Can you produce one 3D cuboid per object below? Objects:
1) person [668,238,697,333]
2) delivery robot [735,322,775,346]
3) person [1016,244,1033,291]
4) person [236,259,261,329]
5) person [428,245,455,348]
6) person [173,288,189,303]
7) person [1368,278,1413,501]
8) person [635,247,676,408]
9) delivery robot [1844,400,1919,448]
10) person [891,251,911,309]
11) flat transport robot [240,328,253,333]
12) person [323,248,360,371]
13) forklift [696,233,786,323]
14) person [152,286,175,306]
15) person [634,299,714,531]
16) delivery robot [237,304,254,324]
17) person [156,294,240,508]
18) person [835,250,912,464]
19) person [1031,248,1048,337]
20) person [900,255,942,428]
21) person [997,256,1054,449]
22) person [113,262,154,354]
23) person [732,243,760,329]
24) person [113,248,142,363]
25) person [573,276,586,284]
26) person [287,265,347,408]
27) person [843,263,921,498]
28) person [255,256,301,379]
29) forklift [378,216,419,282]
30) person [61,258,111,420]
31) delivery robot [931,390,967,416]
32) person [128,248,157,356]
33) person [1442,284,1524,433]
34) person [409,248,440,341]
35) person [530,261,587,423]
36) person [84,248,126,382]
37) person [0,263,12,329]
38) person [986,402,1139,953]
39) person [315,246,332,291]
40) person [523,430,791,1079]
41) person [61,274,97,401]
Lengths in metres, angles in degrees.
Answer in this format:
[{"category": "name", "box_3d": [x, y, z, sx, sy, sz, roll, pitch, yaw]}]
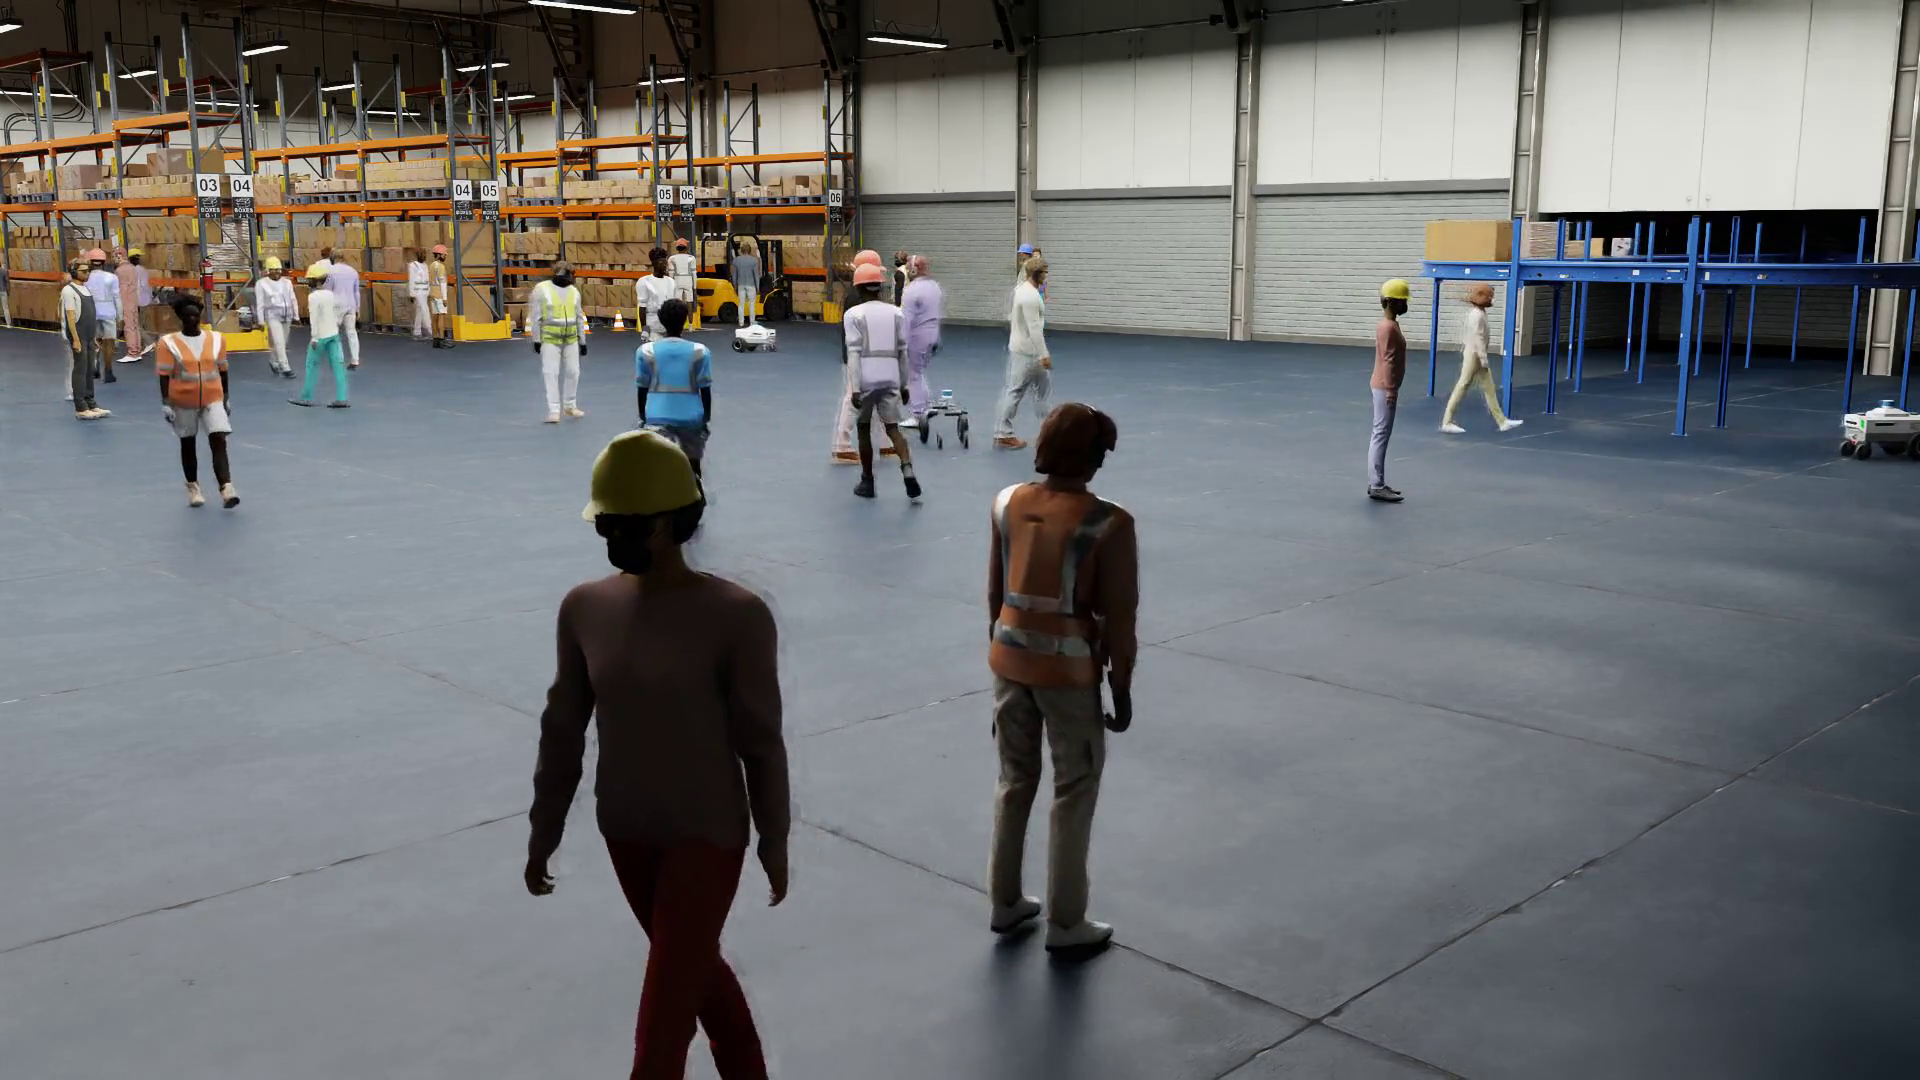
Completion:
[{"category": "person", "box_3d": [-6.028, -5.535, 36.204, 0.607, 2.044, 0.376, -1, 10, -8]}, {"category": "delivery robot", "box_3d": [-3.733, -3.745, 30.365, 0.707, 0.478, 0.477, 4, 11, 23]}, {"category": "person", "box_3d": [1.240, -4.545, 31.058, 0.377, 1.951, 0.609, 1, 10, 5]}, {"category": "person", "box_3d": [-16.240, -5.644, 38.051, 0.871, 1.584, 0.516, 9, 14, 40]}, {"category": "person", "box_3d": [-9.817, -4.603, 31.429, 0.385, 1.929, 0.547, -9, 14, -40]}, {"category": "person", "box_3d": [-19.274, -6.353, 41.091, 0.469, 1.895, 0.653, 6, 12, 31]}, {"category": "person", "box_3d": [3.454, -1.210, 13.378, 0.309, 1.769, 0.524, 2, 11, 12]}, {"category": "person", "box_3d": [-3.672, -2.585, 20.326, 0.367, 1.966, 0.604, 8, 13, 36]}, {"category": "delivery robot", "box_3d": [8.874, -1.098, 15.928, 0.707, 0.478, 0.477, -1, 10, -2]}, {"category": "person", "box_3d": [-0.996, -4.142, 29.203, 0.433, 1.833, 0.623, 4, 11, 19]}, {"category": "flat transport robot", "box_3d": [-15.214, -4.304, 34.443, 0.652, 0.197, 1.431, -10, 14, -43]}, {"category": "person", "box_3d": [-9.725, -3.627, 26.193, 0.466, 1.912, 0.644, 7, 13, 34]}, {"category": "forklift", "box_3d": [-5.496, -6.489, 41.108, 2.313, 2.155, 1.214, -10, 14, -44]}, {"category": "person", "box_3d": [-17.512, -5.549, 36.633, 0.500, 1.921, 0.543, 9, 14, 40]}, {"category": "person", "box_3d": [-1.999, -0.843, 11.647, 0.538, 1.670, 0.739, -2, 11, -11]}, {"category": "delivery robot", "box_3d": [-16.402, -5.178, 38.180, 0.477, 0.478, 0.707, -9, 13, -39]}, {"category": "person", "box_3d": [-5.866, -1.053, 12.811, 0.546, 1.647, 0.866, -8, 13, -37]}, {"category": "person", "box_3d": [-0.779, -1.688, 15.421, 0.858, 1.960, 0.663, -1, 10, -5]}, {"category": "person", "box_3d": [1.560, -5.146, 34.616, 0.567, 1.846, 0.389, -5, 11, -25]}, {"category": "person", "box_3d": [-0.487, -2.187, 18.361, 0.445, 1.892, 0.676, 6, 12, 29]}, {"category": "person", "box_3d": [0.797, -1.845, 16.488, 0.937, 1.898, 0.635, 1, 10, 6]}, {"category": "person", "box_3d": [-14.821, -4.141, 29.662, 0.636, 1.664, 0.539, -7, 13, -34]}, {"category": "person", "box_3d": [-4.788, -5.686, 37.311, 0.635, 1.937, 0.352, 2, 11, 11]}, {"category": "person", "box_3d": [-13.976, -3.932, 27.848, 0.410, 1.905, 0.641, -2, 11, -8]}, {"category": "person", "box_3d": [-10.427, -7.098, 45.577, 0.483, 1.737, 0.320, 4, 11, 19]}, {"category": "person", "box_3d": [-7.920, -2.490, 20.406, 0.798, 1.733, 0.549, 3, 11, 13]}, {"category": "person", "box_3d": [-0.620, -1.268, 13.371, 0.560, 1.901, 0.794, -6, 12, -28]}, {"category": "person", "box_3d": [-10.227, -3.338, 24.880, 0.868, 1.804, 0.584, 7, 12, 33]}, {"category": "forklift", "box_3d": [-17.868, -9.201, 54.028, 1.873, 2.768, 1.129, -10, 14, -44]}, {"category": "person", "box_3d": [-10.166, -2.336, 19.300, 0.345, 1.846, 0.507, -1, 10, -4]}, {"category": "delivery robot", "box_3d": [-0.130, -1.414, 16.945, 0.335, 0.223, 0.698, -2, 11, -11]}, {"category": "person", "box_3d": [-14.491, -4.183, 29.295, 0.434, 1.880, 0.630, -3, 11, -15]}, {"category": "person", "box_3d": [5.578, -1.921, 17.718, 0.855, 1.582, 0.528, 5, 11, 25]}, {"category": "person", "box_3d": [-10.688, -4.928, 33.404, 0.869, 1.850, 0.606, 3, 11, 14]}, {"category": "person", "box_3d": [-4.588, -2.263, 19.016, 0.676, 1.816, 0.443, -9, 14, -41]}, {"category": "person", "box_3d": [-12.421, -3.257, 24.101, 0.559, 1.920, 0.399, -1, 10, -7]}, {"category": "person", "box_3d": [-21.721, -5.577, 37.550, 0.507, 1.632, 0.267, -9, 13, -39]}, {"category": "person", "box_3d": [0.297, 0.407, 4.933, 0.531, 1.630, 0.354, 8, 13, 39]}, {"category": "person", "box_3d": [-13.827, -5.489, 36.417, 0.603, 1.866, 0.519, -10, 14, -42]}, {"category": "person", "box_3d": [-0.645, 0.619, 3.533, 0.546, 1.711, 0.924, 5, 12, 25]}, {"category": "person", "box_3d": [-11.246, -2.580, 21.224, 0.425, 1.624, 0.546, -5, 12, -27]}]
